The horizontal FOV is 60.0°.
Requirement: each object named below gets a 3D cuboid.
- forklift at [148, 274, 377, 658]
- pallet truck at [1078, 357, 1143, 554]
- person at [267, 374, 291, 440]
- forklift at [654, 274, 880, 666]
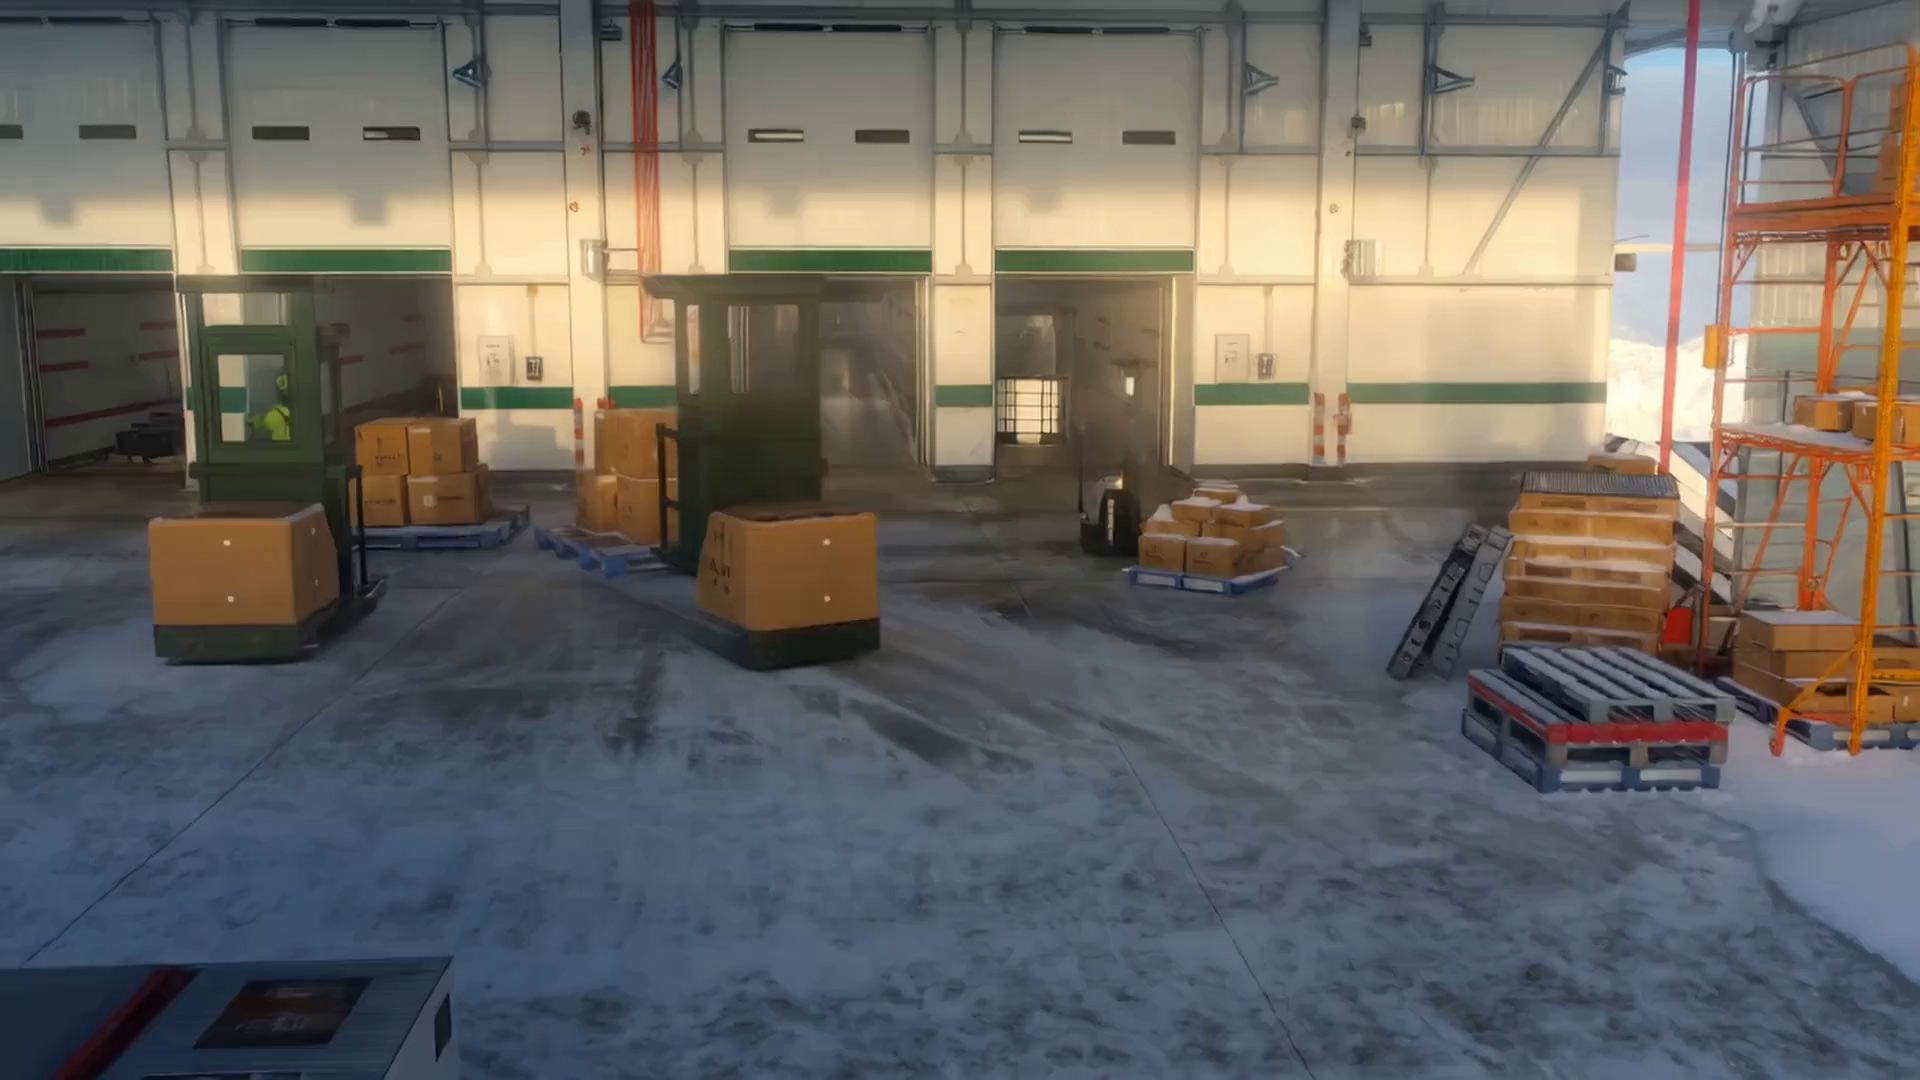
[{"bbox_3d":[-5.348,-0.627,12.681,1.129,2.768,1.873,-1,9,-4],"label":"forklift"},{"bbox_3d":[2.088,-0.836,16.757,1.885,1.965,0.823,2,9,13],"label":"pallet truck"},{"bbox_3d":[-6.406,-0.644,15.909,0.337,1.883,0.584,-1,9,-4],"label":"person"},{"bbox_3d":[-1.479,-0.605,12.547,1.129,2.768,1.873,-5,11,-30],"label":"forklift"}]
